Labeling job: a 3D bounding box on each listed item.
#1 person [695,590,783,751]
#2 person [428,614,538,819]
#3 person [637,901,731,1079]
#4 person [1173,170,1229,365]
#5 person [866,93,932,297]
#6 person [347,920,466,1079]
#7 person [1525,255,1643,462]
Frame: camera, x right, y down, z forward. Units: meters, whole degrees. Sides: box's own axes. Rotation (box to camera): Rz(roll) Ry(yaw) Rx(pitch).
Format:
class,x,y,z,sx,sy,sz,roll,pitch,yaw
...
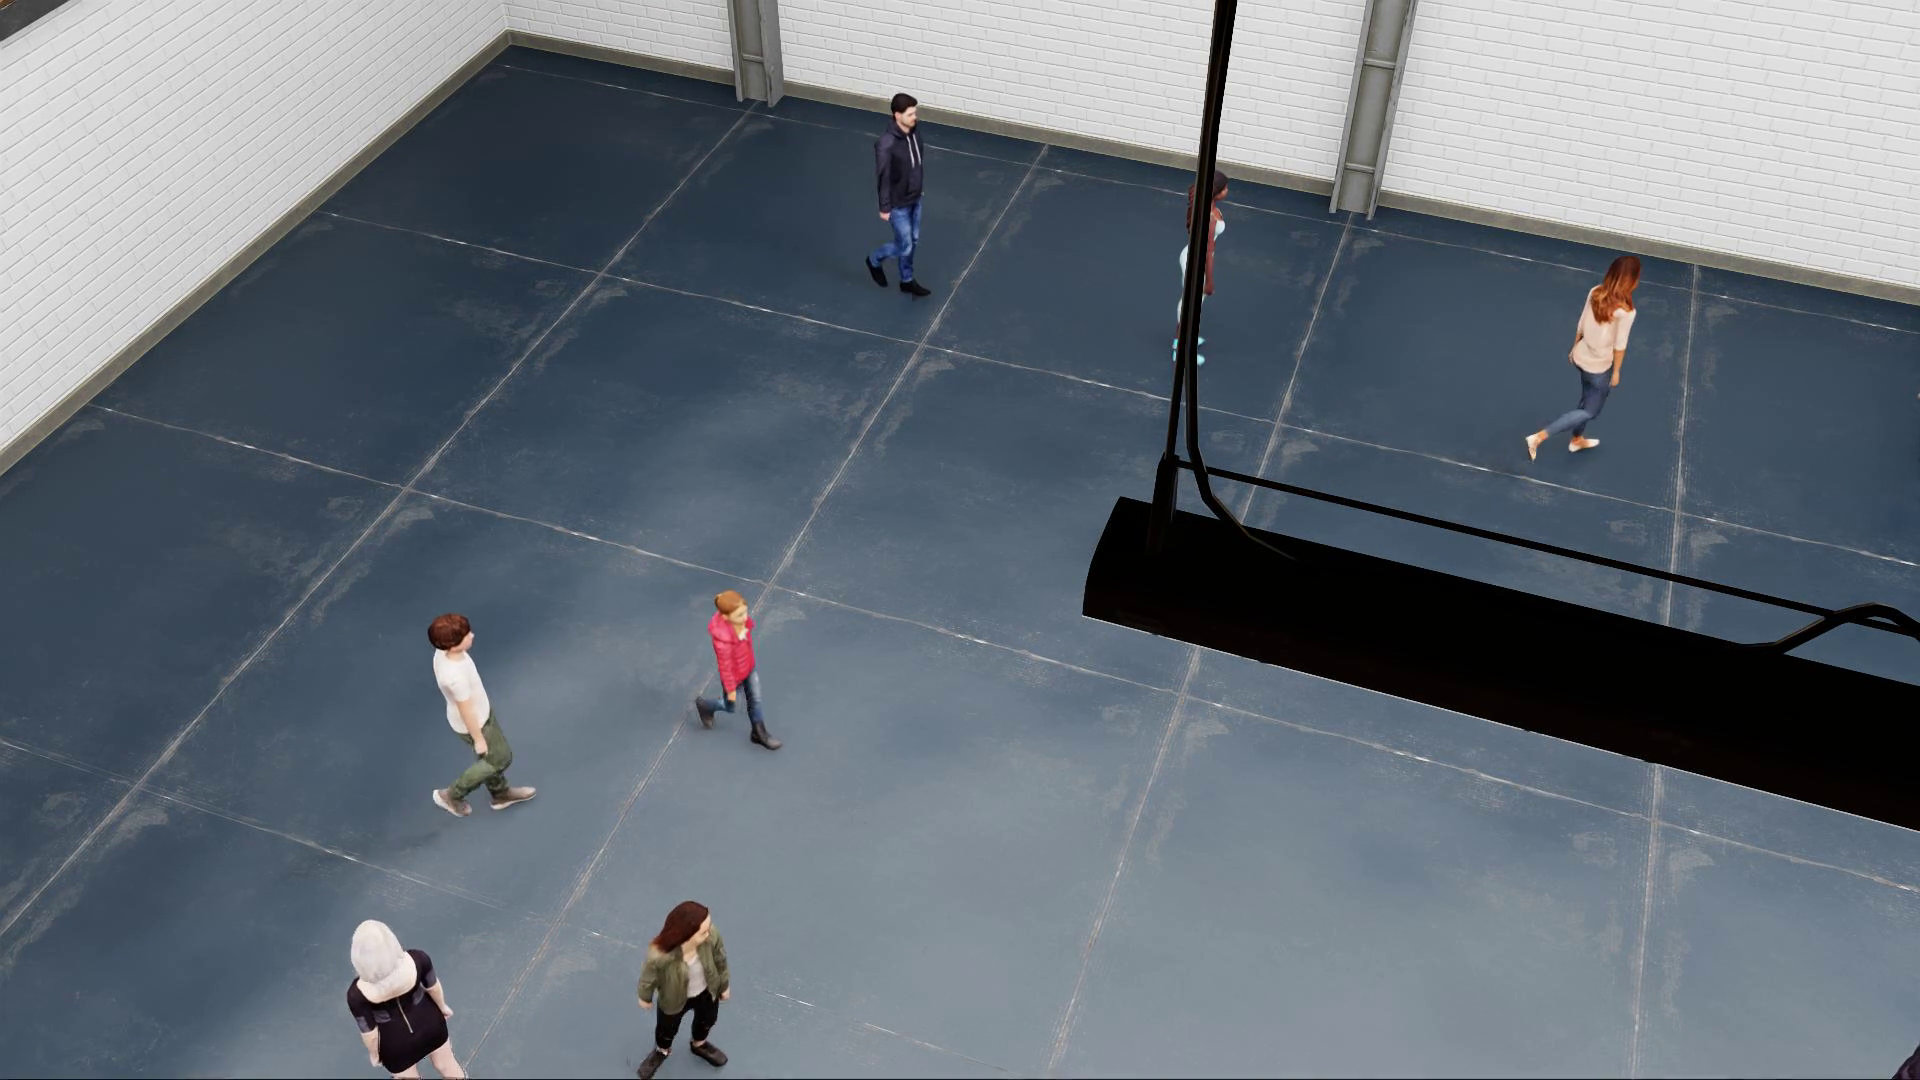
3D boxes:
class,x,y,z,sx,sy,sz,roll,pitch,yaw
person,-1.438,0.801,10.317,0.866,1.303,0.605,22,48,21
person,-2.934,1.075,9.780,0.924,1.648,0.853,-16,46,-16
person,-1.461,2.322,8.611,0.770,1.454,0.820,-10,45,-10
person,1.865,-2.158,13.118,0.661,1.725,0.645,-4,44,-5
person,-0.552,-2.864,13.746,0.875,1.880,0.752,22,48,22
person,-2.716,2.434,8.214,0.701,1.839,0.732,-33,52,-30
person,4.567,-1.270,12.153,1.055,1.770,0.949,-14,45,-14
